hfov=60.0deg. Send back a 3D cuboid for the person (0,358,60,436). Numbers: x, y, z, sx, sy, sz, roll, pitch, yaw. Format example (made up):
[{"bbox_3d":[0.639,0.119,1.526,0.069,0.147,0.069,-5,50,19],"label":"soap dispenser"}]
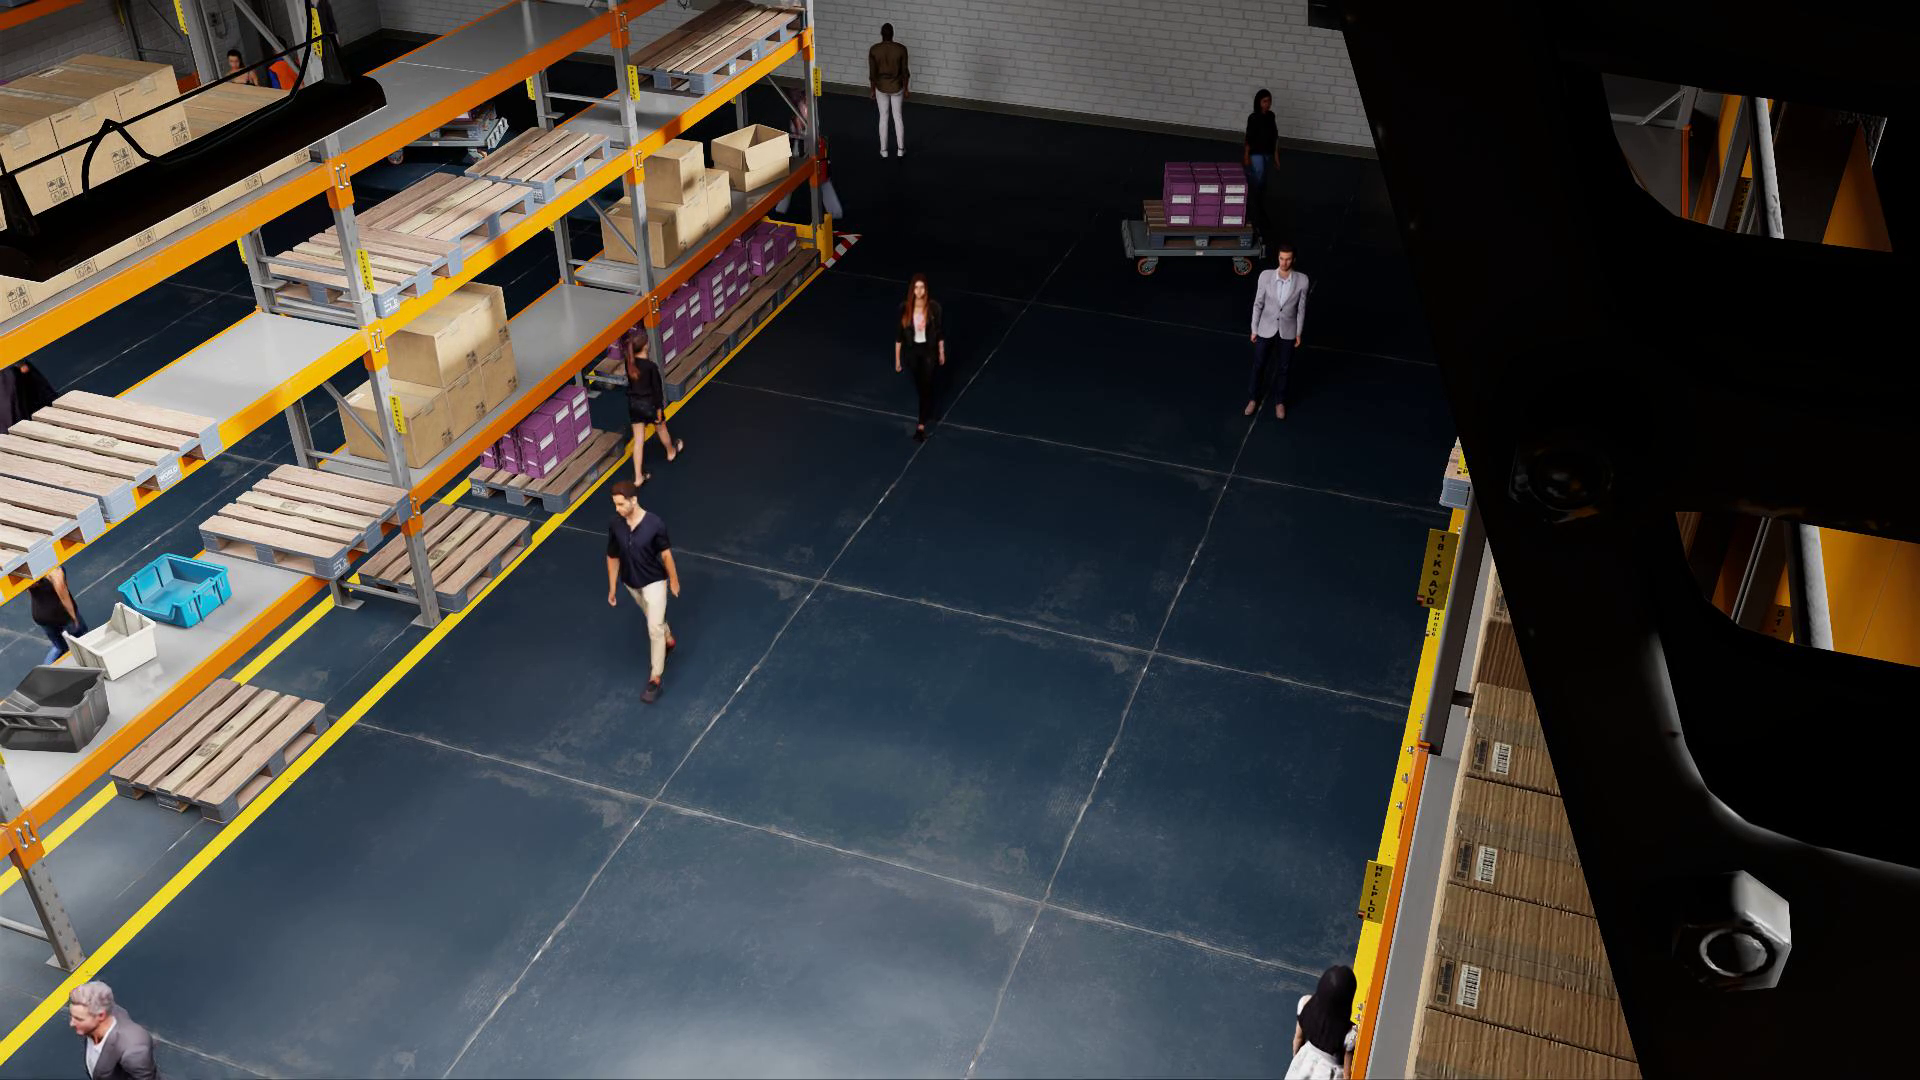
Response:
[{"bbox_3d":[-9.479,-1.744,16.293,1.041,1.609,0.874,-28,43,-35],"label":"person"}]

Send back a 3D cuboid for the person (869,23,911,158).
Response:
[{"bbox_3d":[-0.960,-6.143,22.715,0.795,1.825,0.734,-1,34,-1],"label":"person"}]

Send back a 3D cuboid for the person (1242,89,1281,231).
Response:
[{"bbox_3d":[3.722,-4.829,20.892,1.101,1.655,1.089,-18,37,-24],"label":"person"}]

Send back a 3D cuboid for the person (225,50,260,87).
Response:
[{"bbox_3d":[-9.459,-5.716,22.181,0.860,1.707,0.971,-8,35,-12],"label":"person"}]

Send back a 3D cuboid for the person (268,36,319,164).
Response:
[{"bbox_3d":[-8.870,-5.761,22.107,0.797,1.863,0.596,17,37,24],"label":"person"}]

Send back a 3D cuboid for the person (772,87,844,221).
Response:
[{"bbox_3d":[-1.834,-4.746,20.714,0.680,1.715,1.148,13,36,19],"label":"person"}]

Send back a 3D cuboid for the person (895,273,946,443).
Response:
[{"bbox_3d":[-0.372,-1.871,16.433,0.776,1.665,1.196,5,34,8],"label":"person"}]

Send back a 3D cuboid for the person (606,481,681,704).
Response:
[{"bbox_3d":[-2.443,0.276,13.077,0.726,1.805,1.093,8,34,12],"label":"person"}]

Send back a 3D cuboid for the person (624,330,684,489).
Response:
[{"bbox_3d":[-2.988,-1.215,15.578,0.549,1.519,1.022,11,35,16],"label":"person"}]

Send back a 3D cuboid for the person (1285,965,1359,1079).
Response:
[{"bbox_3d":[1.958,2.979,9.042,0.795,1.769,0.774,-26,41,-33],"label":"person"}]

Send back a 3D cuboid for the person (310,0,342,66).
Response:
[{"bbox_3d":[-9.501,-7.486,24.811,0.901,1.743,1.078,-5,34,-8],"label":"person"}]

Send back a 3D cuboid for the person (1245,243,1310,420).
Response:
[{"bbox_3d":[3.176,-2.110,16.623,0.696,1.853,0.605,8,34,11],"label":"person"}]

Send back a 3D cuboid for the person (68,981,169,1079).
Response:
[{"bbox_3d":[-4.332,3.009,8.966,0.909,1.804,1.243,20,39,27],"label":"person"}]
